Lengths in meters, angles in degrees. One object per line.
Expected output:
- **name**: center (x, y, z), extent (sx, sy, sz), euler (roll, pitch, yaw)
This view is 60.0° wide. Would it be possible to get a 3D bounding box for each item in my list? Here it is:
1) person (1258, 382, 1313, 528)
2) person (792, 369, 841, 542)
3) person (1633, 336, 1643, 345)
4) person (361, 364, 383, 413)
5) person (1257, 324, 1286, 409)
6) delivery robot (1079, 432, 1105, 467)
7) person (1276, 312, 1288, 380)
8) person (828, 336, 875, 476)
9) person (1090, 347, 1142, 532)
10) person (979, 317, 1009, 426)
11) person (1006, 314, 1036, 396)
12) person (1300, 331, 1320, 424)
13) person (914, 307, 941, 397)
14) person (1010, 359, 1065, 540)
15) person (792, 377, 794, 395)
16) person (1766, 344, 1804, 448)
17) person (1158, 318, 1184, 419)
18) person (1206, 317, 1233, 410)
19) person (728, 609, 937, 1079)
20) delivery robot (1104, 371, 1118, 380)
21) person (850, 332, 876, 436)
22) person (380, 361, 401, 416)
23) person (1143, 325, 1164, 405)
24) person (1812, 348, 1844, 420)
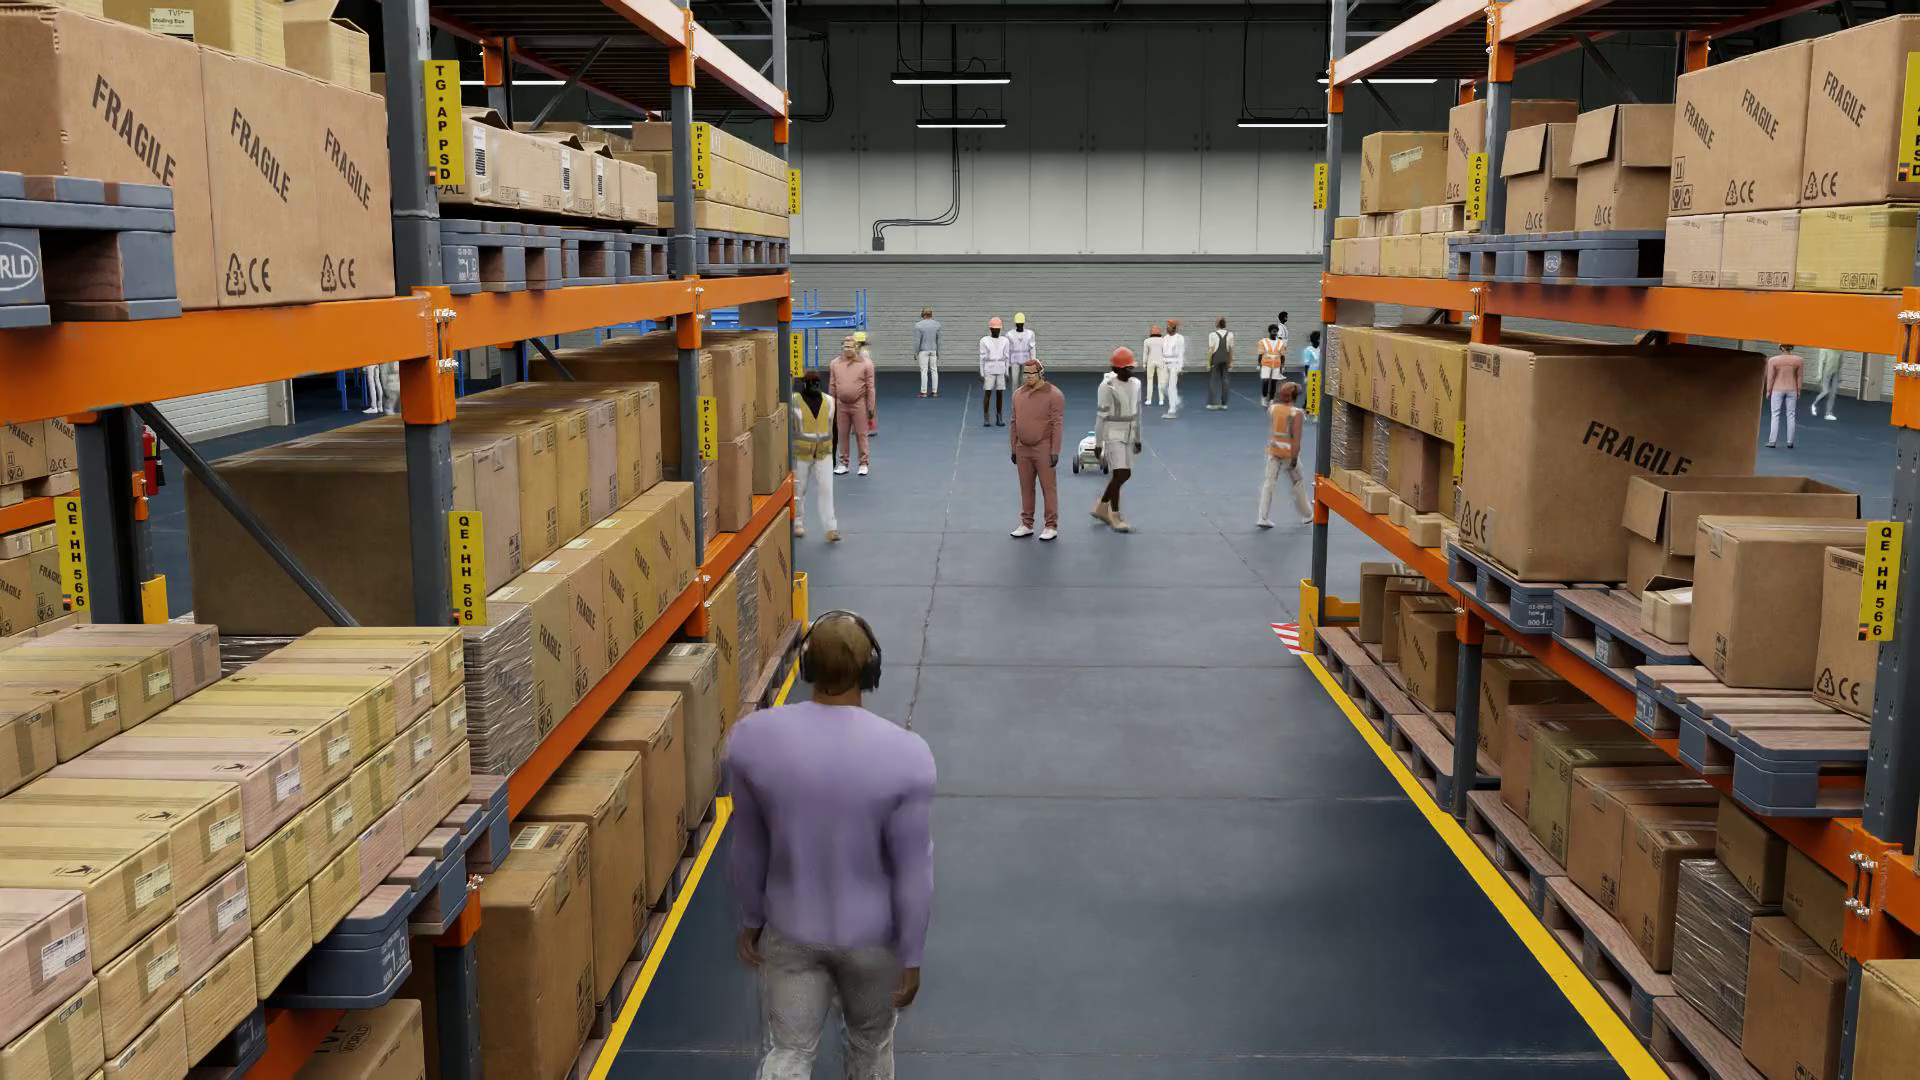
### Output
- **person**: center (3.612, -0.939, 18.312), extent (0.847, 1.591, 0.514), euler (-7, 12, -36)
- **person**: center (-1.558, -0.893, 17.454), extent (0.639, 1.792, 0.937), euler (-4, 10, -20)
- **person**: center (12.162, -2.863, 29.846), extent (0.517, 1.592, 0.589), euler (2, 10, 10)
- **person**: center (-11.399, -3.393, 32.179), extent (0.329, 1.872, 0.508), euler (3, 10, 16)
- **person**: center (6.190, -3.441, 32.993), extent (0.560, 1.682, 0.405), euler (-1, 10, -4)
- **delivery robot**: center (1.841, -1.267, 23.225), extent (0.477, 0.478, 0.707), euler (1, 10, 6)
- **person**: center (7.974, -4.822, 41.284), extent (0.321, 1.689, 0.531), euler (3, 10, 19)
- **person**: center (-1.499, -1.841, 22.817), extent (0.657, 1.898, 0.396), euler (3, 10, 16)
- **person**: center (1.697, -1.119, 18.200), extent (0.638, 2.007, 0.674), euler (-9, 13, -42)
- **person**: center (0.623, -2.992, 29.586), extent (0.551, 1.933, 0.377), euler (-3, 10, -15)
- **person**: center (1.204, -3.515, 32.894), extent (0.594, 1.880, 0.949), euler (0, 9, -3)
- **person**: center (6.376, -2.957, 30.131), extent (0.626, 1.678, 0.547), euler (9, 13, 42)
- **person**: center (-0.711, -4.065, 35.998), extent (0.627, 1.940, 0.372), euler (-5, 11, -27)
- **person**: center (0.782, -0.958, 17.517), extent (0.638, 1.900, 0.403), euler (6, 11, 34)
- **person**: center (-2.850, -2.298, 25.809), extent (0.571, 1.821, 0.751), euler (-2, 10, -13)
- **person**: center (12.944, -2.329, 26.130), extent (0.522, 1.765, 0.317), euler (2, 10, 13)
- **person**: center (3.976, -3.215, 31.119), extent (0.448, 1.874, 0.580), euler (-6, 11, -31)
- **person**: center (5.117, -3.486, 32.904), extent (0.564, 1.834, 0.380), euler (-2, 10, -10)
- **person**: center (-0.383, 1.150, 4.843), extent (0.636, 1.920, 0.833), euler (2, 10, 9)
- **delivery robot**: center (3.523, -3.629, 37.371), extent (0.477, 0.478, 0.707), euler (-4, 10, -21)
- **person**: center (-1.692, -2.601, 27.807), extent (0.609, 1.746, 0.540), euler (-4, 10, -24)
- **person**: center (-8.897, -2.444, 26.311), extent (0.615, 1.927, 0.430), euler (-9, 13, -44)
- **person**: center (3.992, -3.578, 34.016), extent (0.497, 1.629, 0.267), euler (0, 9, 0)
- **person**: center (16.097, -3.042, 30.817), extent (0.519, 1.616, 0.427), euler (-2, 10, -11)
